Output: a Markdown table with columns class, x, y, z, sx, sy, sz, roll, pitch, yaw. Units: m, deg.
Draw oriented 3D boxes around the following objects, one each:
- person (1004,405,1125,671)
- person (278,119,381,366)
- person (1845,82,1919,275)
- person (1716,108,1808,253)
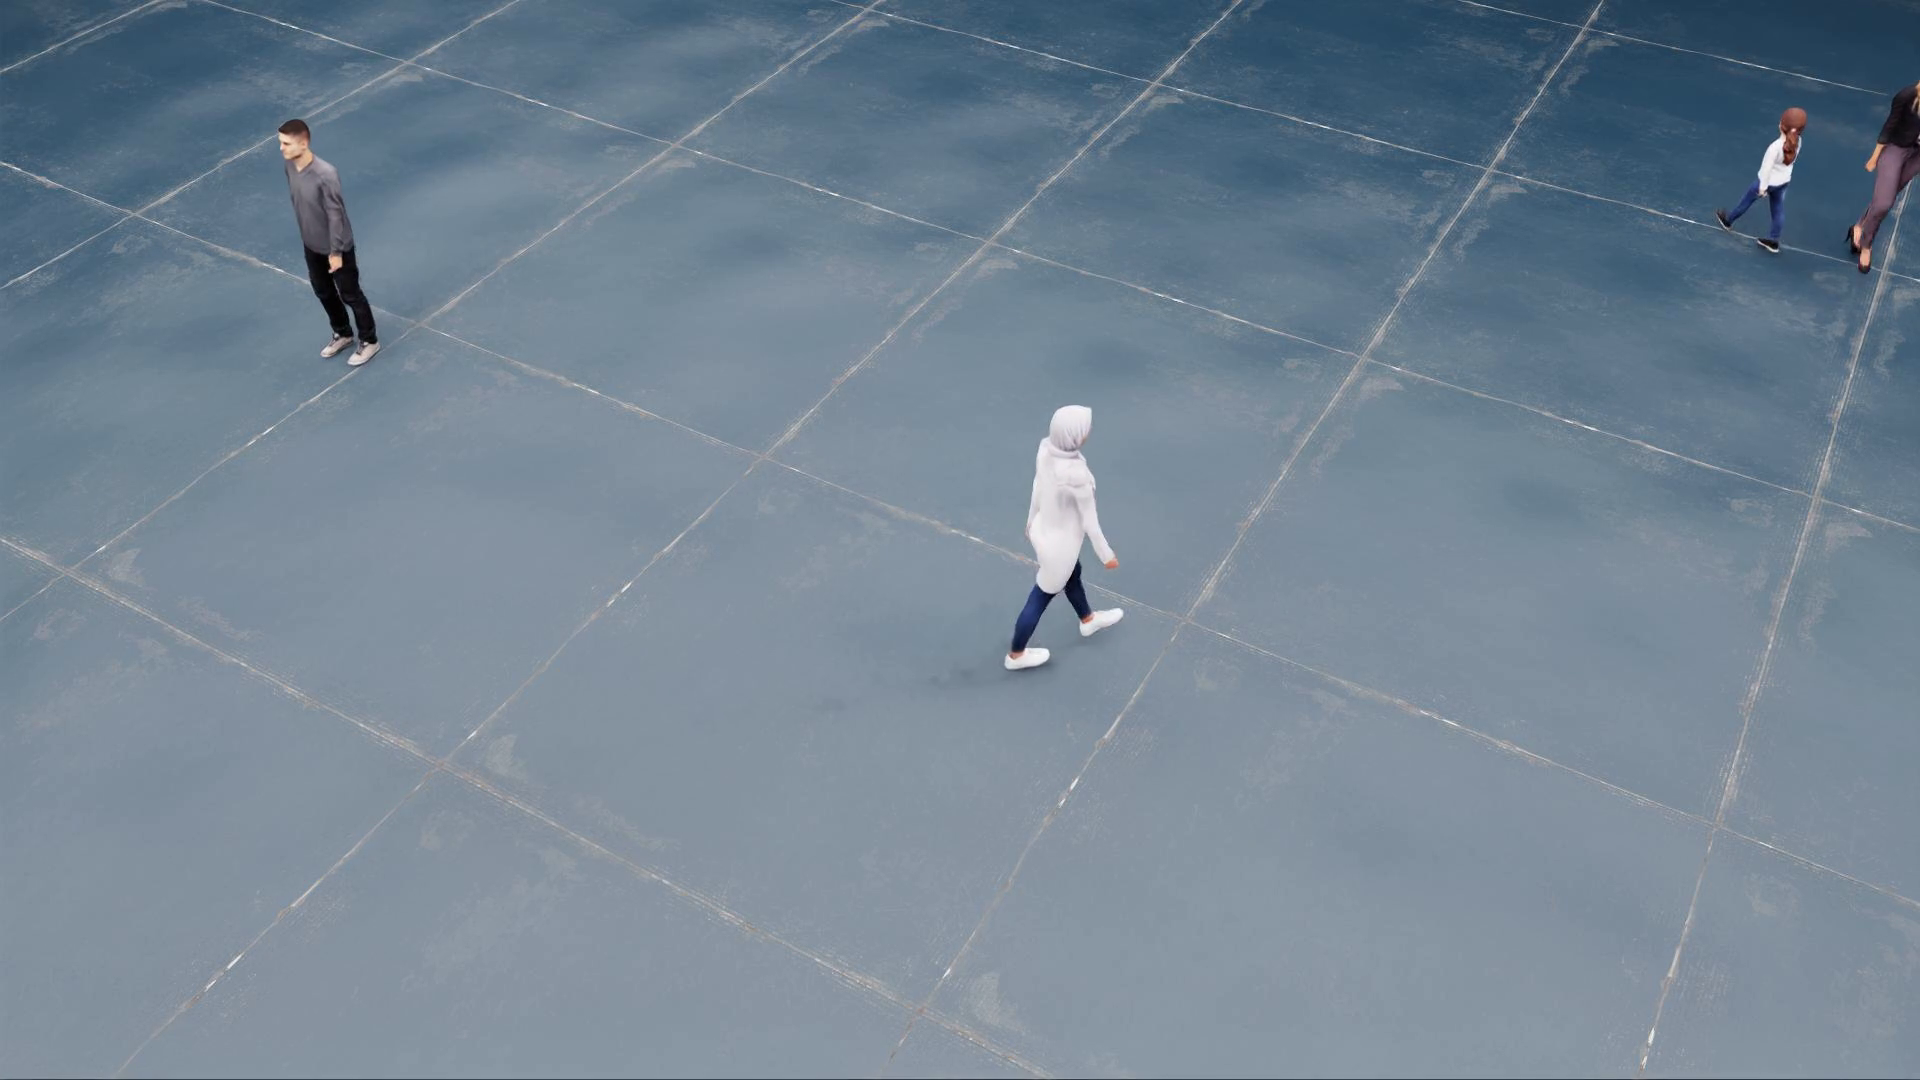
| class | x | y | z | sx | sy | sz | roll | pitch | yaw |
| --- | --- | --- | --- | --- | --- | --- | --- | --- | --- |
| person | 0.432 | 0.045 | 8.878 | 1.075 | 1.746 | 0.992 | -12 | 43 | -12 |
| person | -4.193 | -2.001 | 11.123 | 0.626 | 1.757 | 0.578 | 20 | 46 | 21 |
| person | 6.786 | -2.801 | 12.080 | 0.803 | 1.654 | 0.868 | -6 | 43 | -6 |
| person | 6.087 | -2.651 | 12.346 | 0.766 | 1.075 | 0.778 | -17 | 45 | -18 |
